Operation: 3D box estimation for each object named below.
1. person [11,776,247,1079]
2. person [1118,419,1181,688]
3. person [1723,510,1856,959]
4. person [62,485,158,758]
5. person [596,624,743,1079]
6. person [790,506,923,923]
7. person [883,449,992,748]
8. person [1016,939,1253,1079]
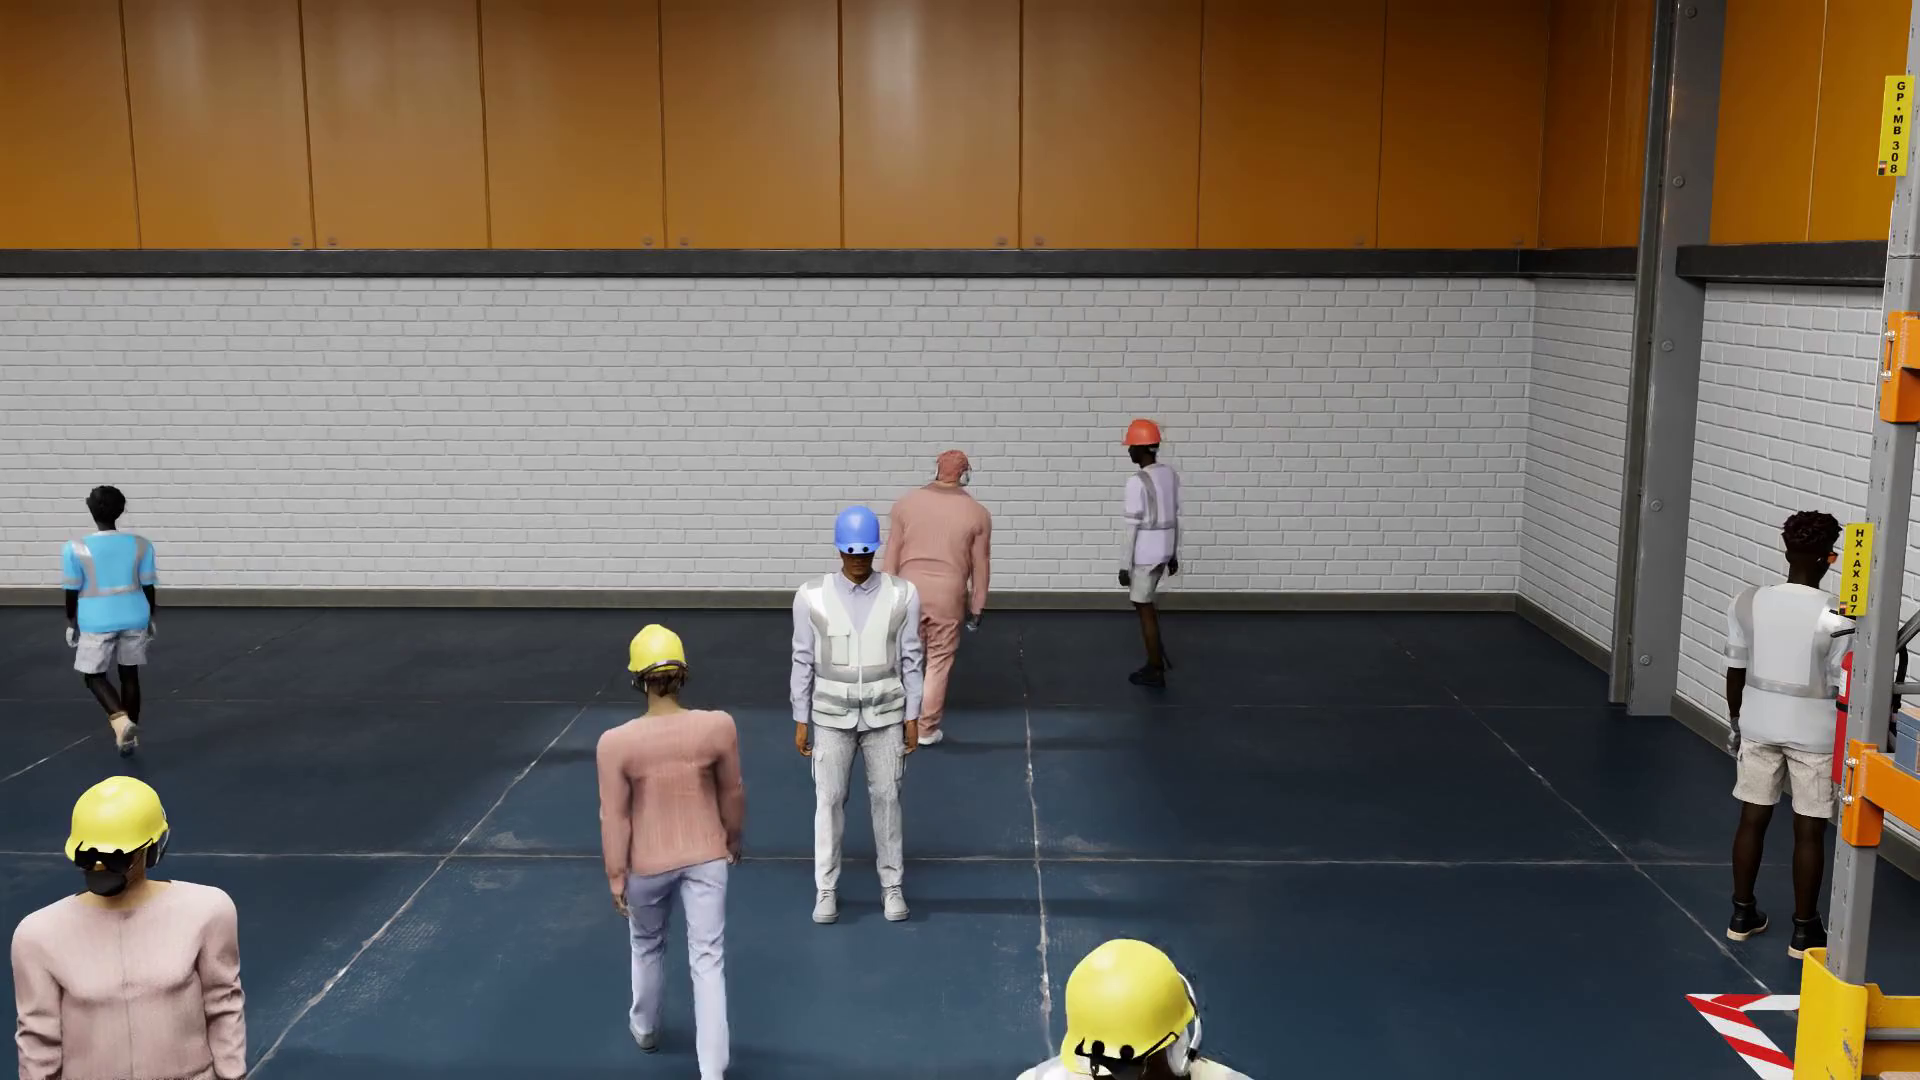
[{"bbox_3d":[-2.085,1.446,4.239,0.526,1.765,0.329,-5,11,-29],"label":"person"},{"bbox_3d":[1.321,0.098,11.839,0.457,1.919,0.587,8,12,39],"label":"person"},{"bbox_3d":[3.642,0.839,7.270,0.367,1.966,0.607,-8,12,-38],"label":"person"},{"bbox_3d":[-5.106,0.509,10.080,0.537,1.680,0.597,-9,13,-44],"label":"person"},{"bbox_3d":[-1.048,1.158,6.090,0.531,1.725,0.873,-2,10,-15],"label":"person"},{"bbox_3d":[-0.469,0.797,7.608,0.611,1.938,0.411,-1,10,-7],"label":"person"},{"bbox_3d":[-0.138,0.369,10.388,0.701,1.867,0.451,2,10,14],"label":"person"},{"bbox_3d":[0.378,1.597,3.290,0.624,1.772,0.953,3,10,19],"label":"person"}]
